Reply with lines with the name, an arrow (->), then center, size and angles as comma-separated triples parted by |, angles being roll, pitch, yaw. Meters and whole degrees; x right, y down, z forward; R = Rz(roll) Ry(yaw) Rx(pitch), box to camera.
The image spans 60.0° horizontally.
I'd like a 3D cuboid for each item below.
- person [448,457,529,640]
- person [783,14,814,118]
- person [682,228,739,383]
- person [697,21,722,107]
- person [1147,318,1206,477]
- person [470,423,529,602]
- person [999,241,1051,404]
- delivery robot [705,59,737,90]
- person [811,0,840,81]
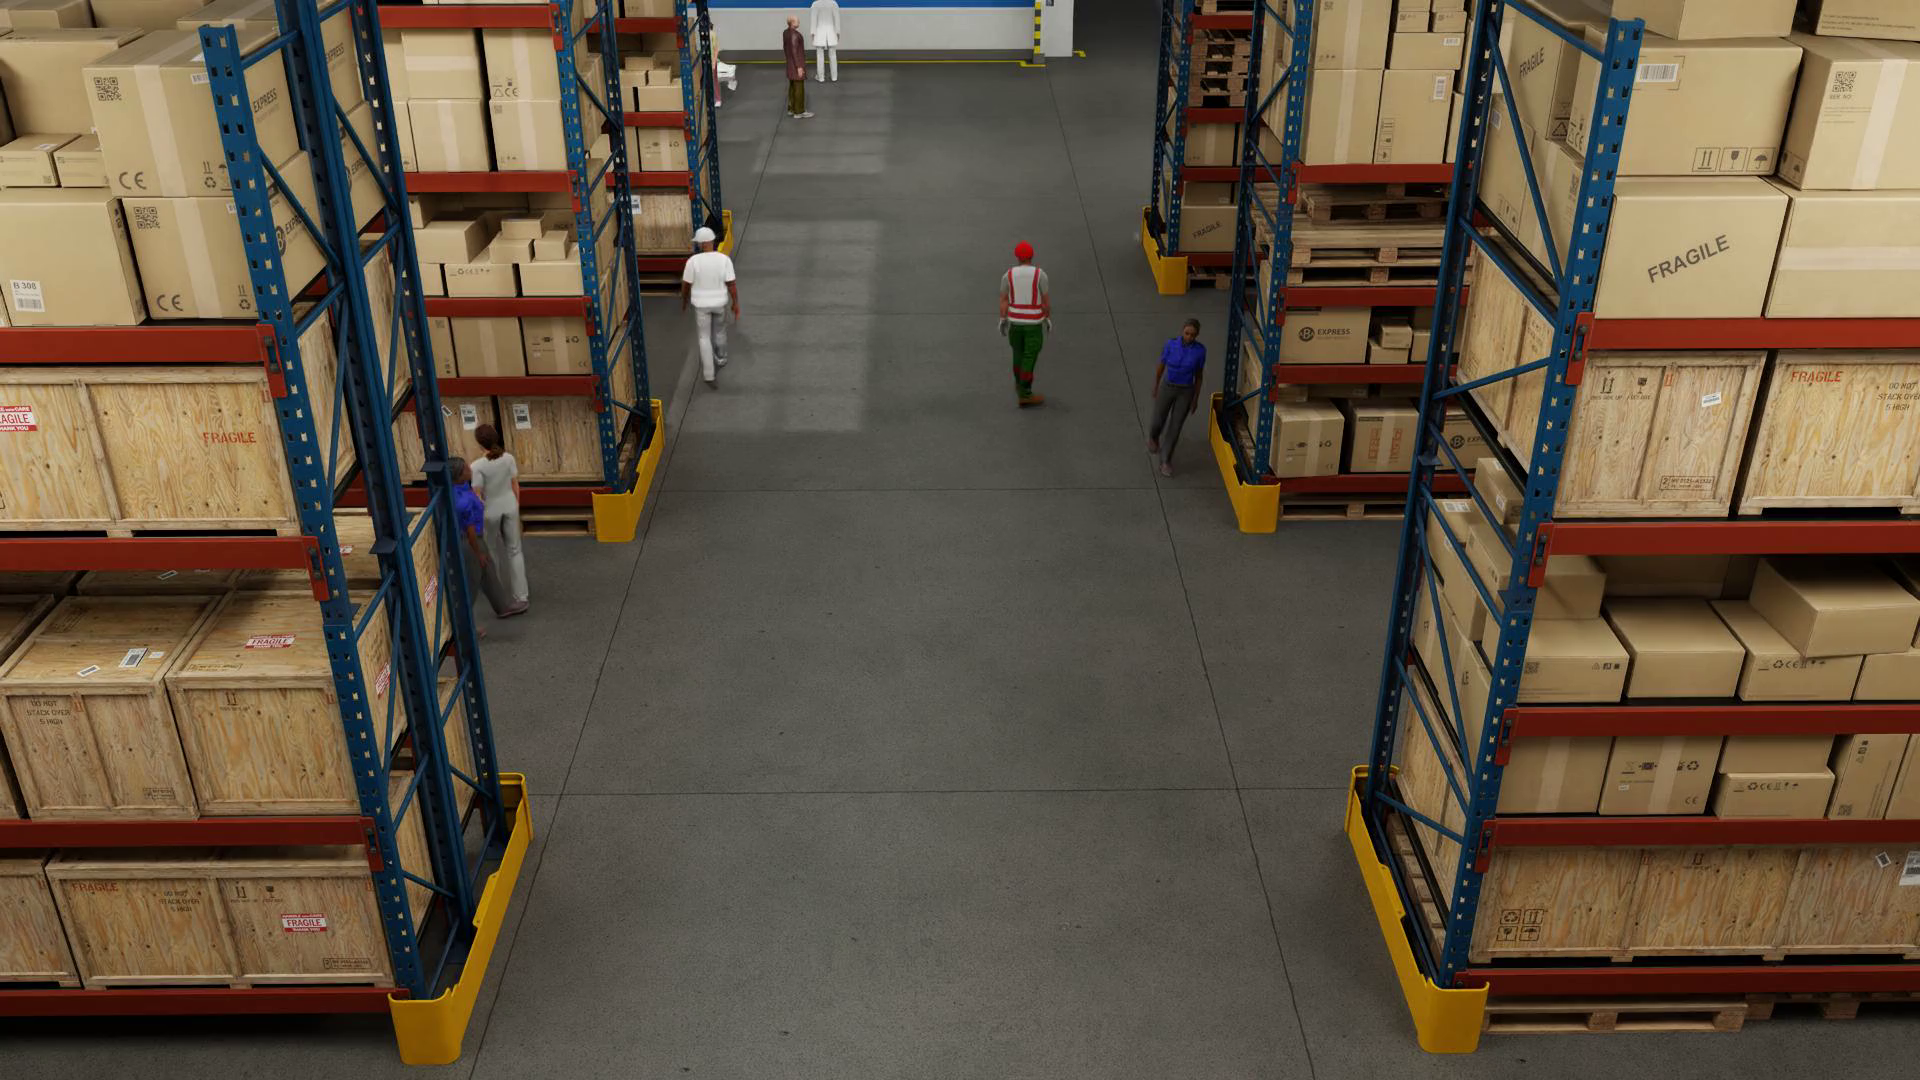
person -> -4.037, 0.028, 13.973 | 0.721, 1.645, 0.439 | -14, 31, -24
person -> -2.884, -8.446, 29.598 | 0.396, 1.781, 0.573 | -13, 31, -23
person -> -2.856, -2.718, 18.962 | 0.625, 1.743, 0.930 | -8, 29, -15
person -> -4.562, -8.586, 29.956 | 0.469, 1.645, 0.884 | 10, 30, 18
person -> 2.194, -1.503, 16.818 | 0.510, 1.641, 0.617 | 1, 28, 1
person -> -4.049, -0.265, 14.480 | 0.449, 1.666, 0.647 | -17, 33, -29
person -> 0.710, -2.397, 18.355 | 0.569, 1.780, 0.596 | 8, 29, 15
delivery robot -> -4.659, -8.794, 31.683 | 0.714, 0.535, 0.667 | -1, 28, -1
person -> -2.607, -9.788, 32.095 | 0.576, 1.781, 0.397 | -6, 29, -11
